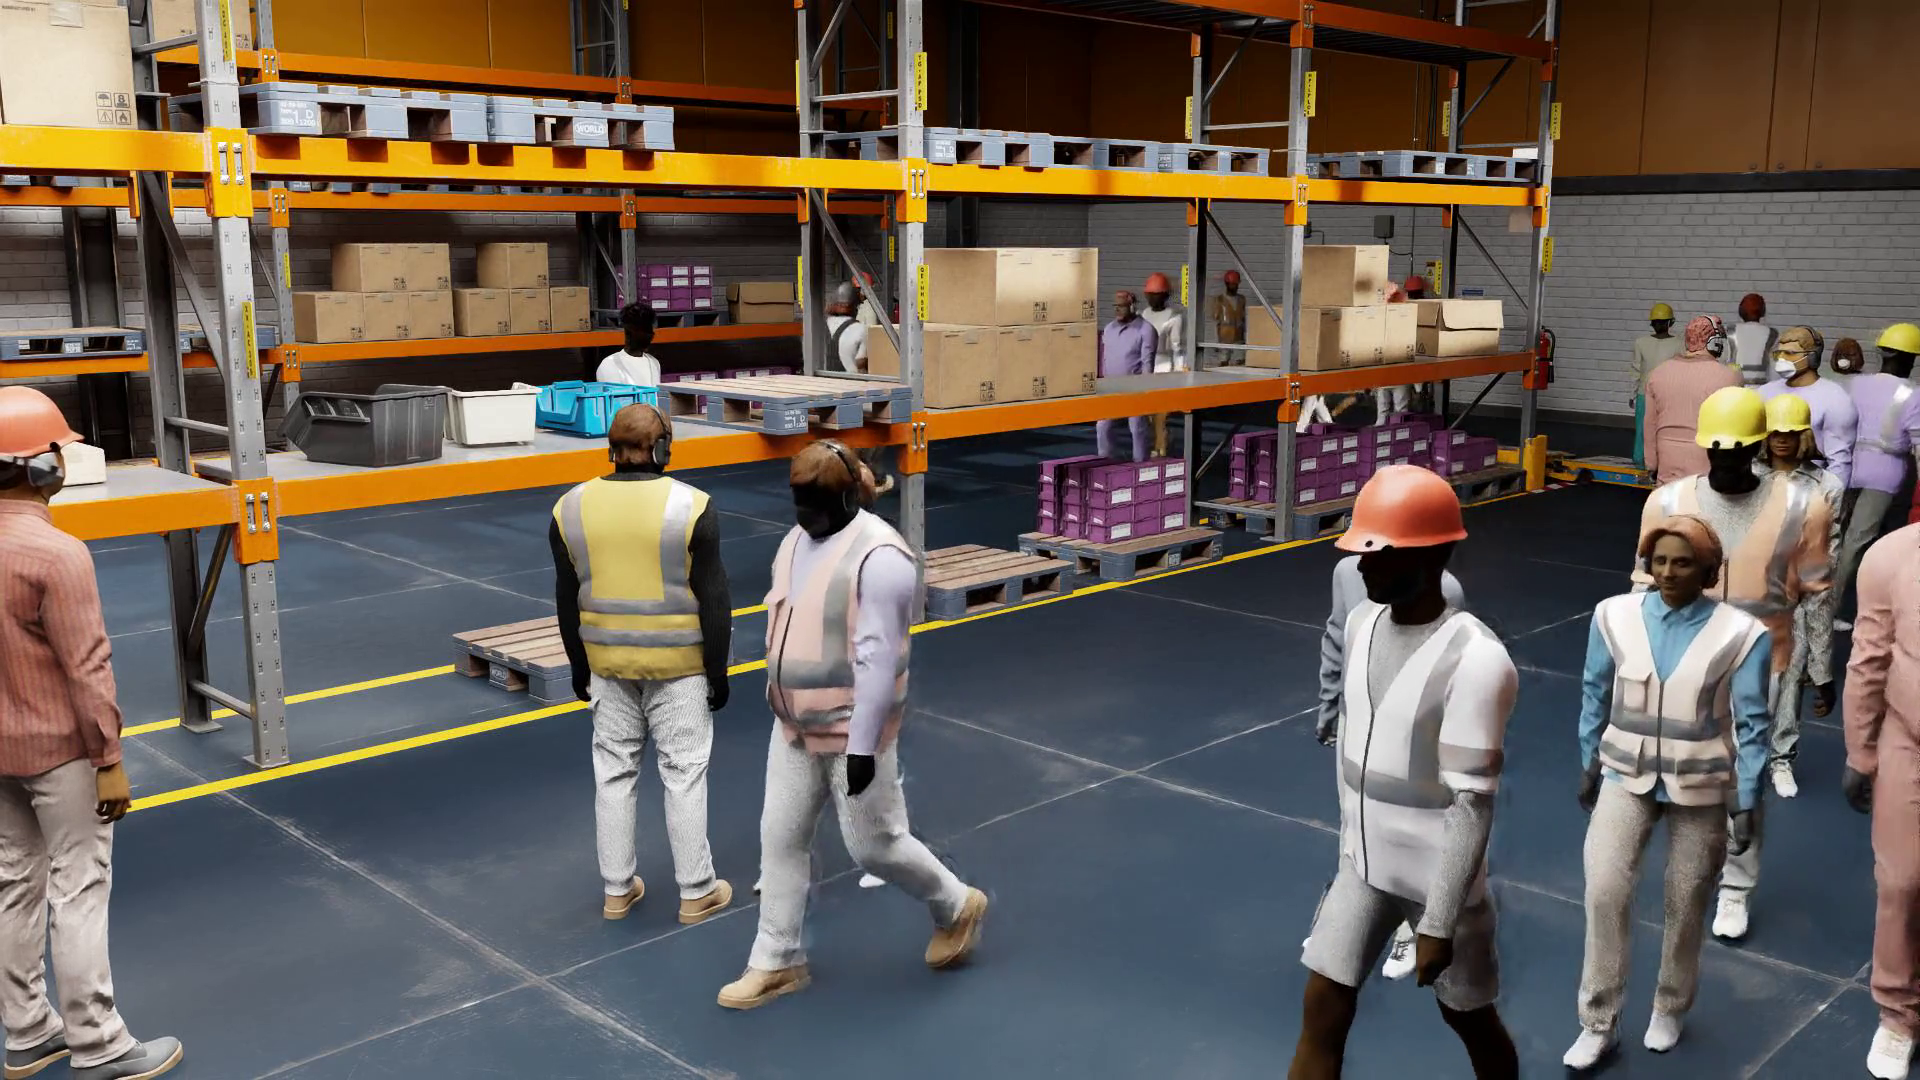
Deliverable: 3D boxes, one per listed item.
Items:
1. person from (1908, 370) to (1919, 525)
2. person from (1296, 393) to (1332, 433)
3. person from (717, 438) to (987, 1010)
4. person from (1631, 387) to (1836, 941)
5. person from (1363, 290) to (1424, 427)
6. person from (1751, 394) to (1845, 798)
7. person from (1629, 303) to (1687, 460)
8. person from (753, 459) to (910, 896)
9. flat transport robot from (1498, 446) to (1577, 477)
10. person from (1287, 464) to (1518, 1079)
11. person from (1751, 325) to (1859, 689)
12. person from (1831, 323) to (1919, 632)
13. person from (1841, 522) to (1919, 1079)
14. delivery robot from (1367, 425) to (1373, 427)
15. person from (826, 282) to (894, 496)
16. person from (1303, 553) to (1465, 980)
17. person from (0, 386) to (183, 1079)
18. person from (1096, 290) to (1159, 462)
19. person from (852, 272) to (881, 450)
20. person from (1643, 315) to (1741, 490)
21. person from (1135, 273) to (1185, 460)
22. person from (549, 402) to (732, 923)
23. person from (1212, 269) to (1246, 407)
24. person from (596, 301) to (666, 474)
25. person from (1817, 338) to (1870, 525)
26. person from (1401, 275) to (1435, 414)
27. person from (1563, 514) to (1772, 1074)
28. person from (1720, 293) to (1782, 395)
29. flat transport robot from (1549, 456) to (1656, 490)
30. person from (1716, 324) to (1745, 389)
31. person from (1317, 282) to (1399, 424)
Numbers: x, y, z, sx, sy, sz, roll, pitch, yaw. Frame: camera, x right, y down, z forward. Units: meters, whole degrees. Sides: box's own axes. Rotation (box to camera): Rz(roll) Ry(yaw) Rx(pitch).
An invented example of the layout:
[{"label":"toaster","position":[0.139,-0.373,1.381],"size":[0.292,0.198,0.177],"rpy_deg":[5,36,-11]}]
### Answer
[{"label":"person","position":[7.487,-0.764,12.584],"size":[0.523,1.760,0.328],"rpy_deg":[4,11,19]},{"label":"person","position":[3.799,-1.688,18.062],"size":[0.842,1.582,0.546],"rpy_deg":[-3,11,-18]},{"label":"person","position":[-0.335,0.565,5.231],"size":[0.834,1.808,0.621],"rpy_deg":[-8,13,-38]},{"label":"person","position":[2.644,0.421,5.746],"size":[0.664,1.891,0.754],"rpy_deg":[7,12,33]},{"label":"person","position":[4.265,-1.536,16.490],"size":[0.654,1.864,0.581],"rpy_deg":[8,13,38]},{"label":"person","position":[3.485,0.242,7.138],"size":[0.488,1.743,0.321],"rpy_deg":[5,12,26]},{"label":"person","position":[6.682,-1.385,15.947],"size":[0.526,1.769,0.328],"rpy_deg":[8,13,37]},{"label":"person","position":[-0.443,0.521,6.010],"size":[0.520,1.603,0.664],"rpy_deg":[7,13,35]},{"label":"flat transport robot","position":[5.511,-0.832,17.009],"size":[0.652,0.197,1.431],"rpy_deg":[-9,13,-39]},{"label":"person","position":[1.037,0.759,3.933],"size":[0.984,1.883,0.565],"rpy_deg":[-5,11,-25]},{"label":"person","position":[4.405,-0.167,8.835],"size":[0.370,1.939,0.631],"rpy_deg":[-4,11,-22]},{"label":"person","position":[5.638,-0.373,10.133],"size":[1.038,1.865,0.586],"rpy_deg":[-4,11,-19]},{"label":"person","position":[2.881,0.610,4.759],"size":[0.637,1.892,0.567],"rpy_deg":[7,12,34]},{"label":"delivery robot","position":[4.498,-1.063,17.241],"size":[0.707,0.478,0.477],"rpy_deg":[1,10,5]},{"label":"person","position":[-1.017,-1.369,15.107],"size":[0.701,2.000,1.004],"rpy_deg":[6,12,31]},{"label":"person","position":[1.388,0.607,5.446],"size":[0.286,1.633,0.499],"rpy_deg":[-10,14,-43]},{"label":"person","position":[-2.552,0.570,4.654],"size":[0.615,1.997,0.373],"rpy_deg":[5,12,27]},{"label":"person","position":[1.524,-1.402,15.722],"size":[0.660,1.881,0.775],"rpy_deg":[8,13,38]},{"label":"person","position":[-1.067,-2.012,18.735],"size":[0.386,1.996,0.610],"rpy_deg":[-2,11,-13]},{"label":"person","position":[4.670,-0.471,10.576],"size":[0.409,1.907,0.651],"rpy_deg":[-7,12,-32]},{"label":"person","position":[2.035,-1.702,16.947],"size":[0.575,2.028,0.617],"rpy_deg":[-10,14,-42]},{"label":"person","position":[-1.087,0.436,5.826],"size":[0.621,1.838,0.429],"rpy_deg":[2,11,10]},{"label":"person","position":[3.818,-2.820,23.332],"size":[0.569,1.923,0.496],"rpy_deg":[-4,11,-23]},{"label":"person","position":[-2.189,-0.628,11.274],"size":[0.368,1.965,0.603],"rpy_deg":[4,11,22]},{"label":"person","position":[7.170,-0.851,13.524],"size":[0.490,1.594,0.836],"rpy_deg":[10,14,42]},{"label":"person","position":[5.607,-2.279,20.381],"size":[0.600,1.924,0.570],"rpy_deg":[6,12,30]},{"label":"person","position":[1.993,0.740,4.744],"size":[0.538,1.613,0.681],"rpy_deg":[8,13,36]},{"label":"person","position":[7.351,-1.372,15.592],"size":[0.610,1.868,0.487],"rpy_deg":[3,11,15]},{"label":"flat transport robot","position":[6.456,-0.633,15.922],"size":[0.652,0.197,1.431],"rpy_deg":[-7,13,-35]},{"label":"person","position":[5.175,-0.632,11.726],"size":[0.839,1.812,0.627],"rpy_deg":[-5,11,-25]},{"label":"person","position":[4.609,-2.008,19.034],"size":[0.870,1.893,0.569],"rpy_deg":[-2,11,-10]}]
